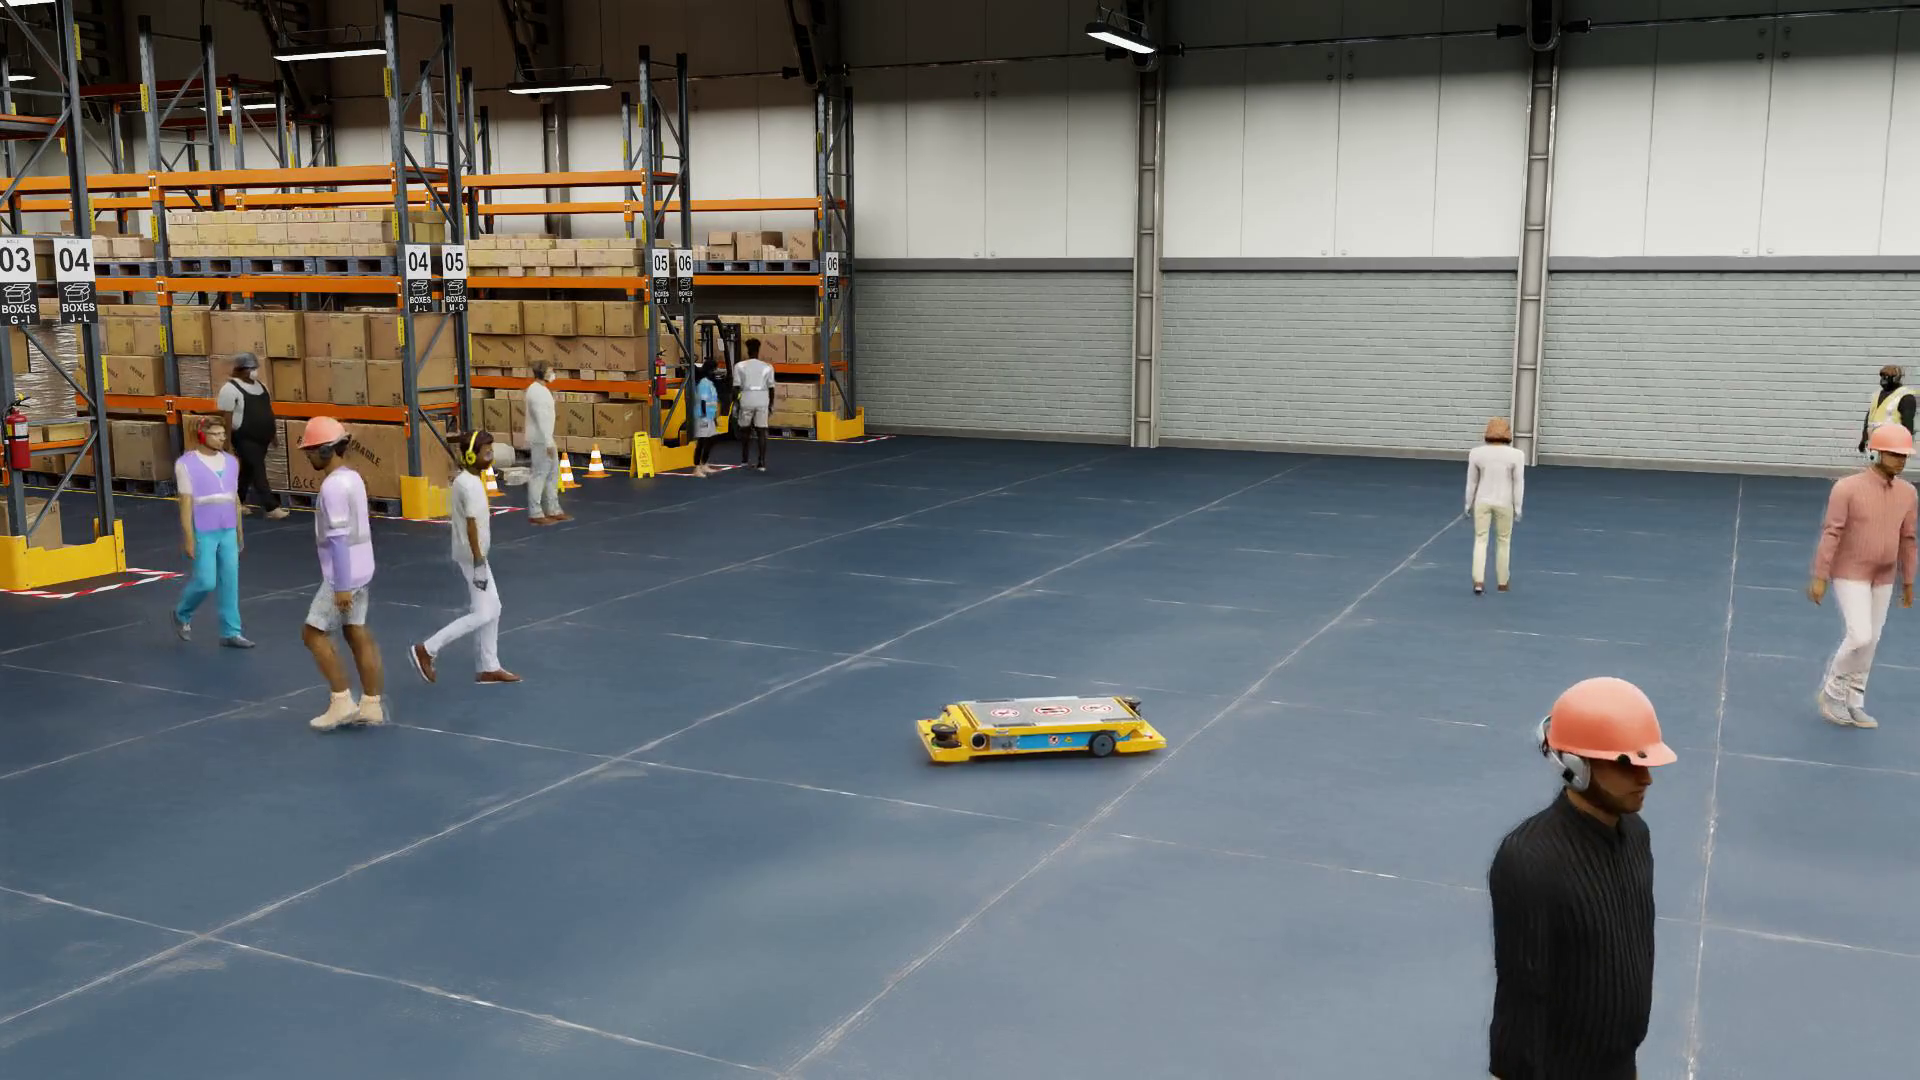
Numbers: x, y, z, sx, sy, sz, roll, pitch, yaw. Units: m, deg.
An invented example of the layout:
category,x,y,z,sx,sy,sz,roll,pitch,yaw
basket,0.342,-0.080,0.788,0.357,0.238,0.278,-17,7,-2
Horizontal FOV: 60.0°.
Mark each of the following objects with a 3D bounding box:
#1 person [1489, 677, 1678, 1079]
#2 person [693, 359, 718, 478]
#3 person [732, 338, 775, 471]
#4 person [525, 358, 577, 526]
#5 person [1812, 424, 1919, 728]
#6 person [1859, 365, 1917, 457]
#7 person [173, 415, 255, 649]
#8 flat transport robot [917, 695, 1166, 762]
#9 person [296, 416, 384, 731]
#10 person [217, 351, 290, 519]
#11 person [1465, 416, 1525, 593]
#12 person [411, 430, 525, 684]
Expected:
category,x,y,z,sx,sy,sz,roll,pitch,yaw
person,1.531,1.303,4.120,0.613,1.996,0.415,-7,12,-37
person,-3.624,-1.721,23.605,0.353,1.672,0.589,0,9,2
person,-3.063,-2.008,24.551,0.667,1.926,0.826,-3,10,-17
person,-4.743,-1.117,19.136,0.487,1.941,0.638,-1,9,-6
person,5.805,0.240,10.623,0.656,1.976,0.455,-2,9,-12
person,10.949,-1.158,19.694,0.470,1.827,0.632,-1,9,-5
person,-5.825,-0.059,12.906,0.592,1.831,0.589,4,10,24
flat transport robot,0.491,1.150,10.274,1.431,0.197,0.652,-2,9,-10
person,-4.001,0.224,10.602,0.609,2.017,0.631,-1,9,-6
person,-8.424,-1.281,19.768,1.002,2.000,0.688,3,10,18
person,4.856,-0.309,15.121,0.507,1.646,0.407,5,10,27
person,-3.474,0.141,11.664,0.658,1.843,0.527,-2,9,-10
